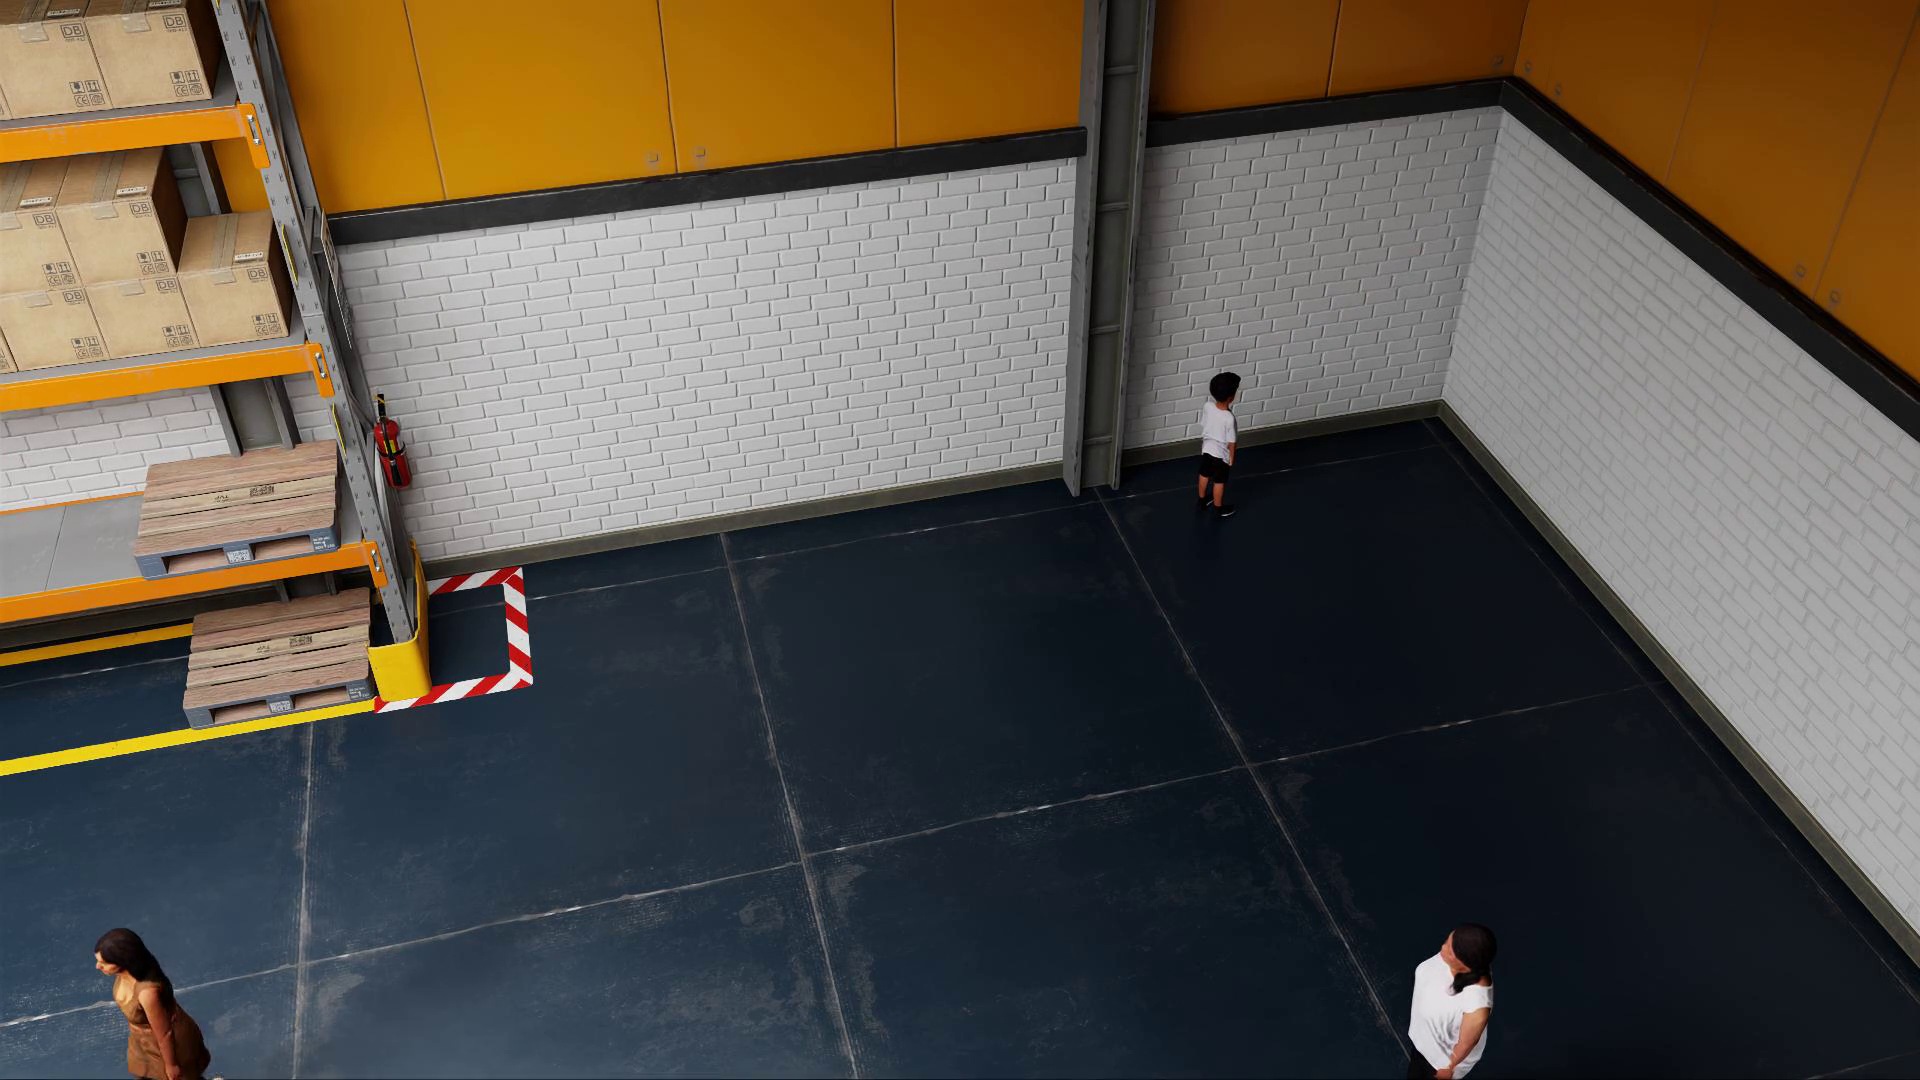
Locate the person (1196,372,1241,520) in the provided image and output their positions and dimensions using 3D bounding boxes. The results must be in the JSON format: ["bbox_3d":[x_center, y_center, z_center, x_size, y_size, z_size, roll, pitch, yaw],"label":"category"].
[{"bbox_3d":[1.980,-0.728,12.778,0.594,1.262,0.561,-28,46,-30],"label":"person"}]

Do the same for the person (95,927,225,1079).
[{"bbox_3d":[-3.953,2.474,8.431,0.709,1.683,0.758,31,48,33],"label":"person"}]

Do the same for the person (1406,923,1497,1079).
[{"bbox_3d":[2.431,2.491,8.406,0.717,1.688,0.730,3,39,3],"label":"person"}]
